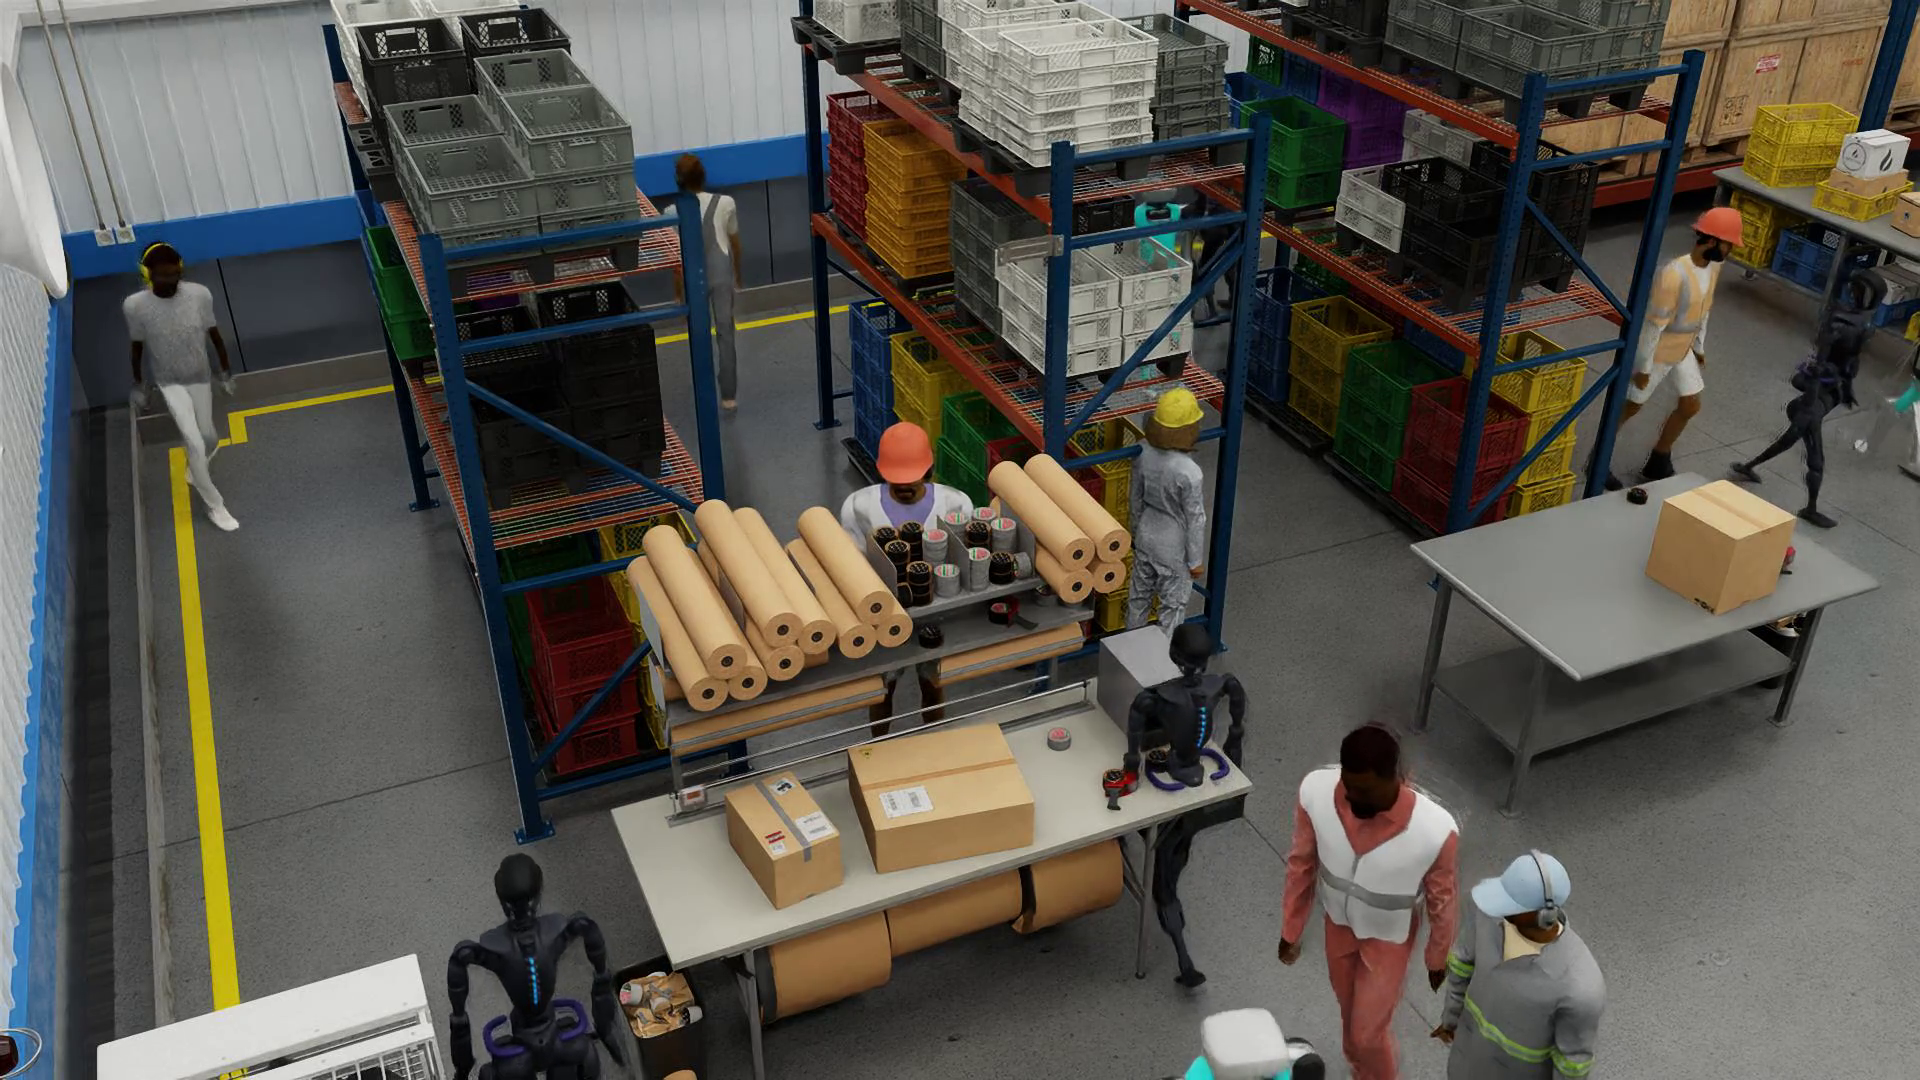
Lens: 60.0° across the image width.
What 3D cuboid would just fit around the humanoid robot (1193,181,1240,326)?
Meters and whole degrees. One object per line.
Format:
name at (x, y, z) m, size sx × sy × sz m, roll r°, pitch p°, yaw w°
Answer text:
humanoid robot at (2.014, -2.450, 12.603) m, size 0.585 × 1.634 × 0.399 m, roll -24°, pitch 39°, yaw -33°

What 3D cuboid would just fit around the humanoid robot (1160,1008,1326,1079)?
humanoid robot at (0.892, 2.240, 4.951) m, size 0.557 × 1.800 × 0.699 m, roll -10°, pitch 33°, yaw -16°

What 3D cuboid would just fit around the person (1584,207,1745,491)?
person at (4.424, -1.170, 10.324) m, size 0.638 × 1.894 × 0.673 m, roll -22°, pitch 38°, yaw -31°

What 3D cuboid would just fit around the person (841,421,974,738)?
person at (-0.231, 0.364, 7.690) m, size 0.609 × 2.042 × 0.393 m, roll -2°, pitch 32°, yaw -3°

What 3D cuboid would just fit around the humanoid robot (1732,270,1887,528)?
humanoid robot at (5.244, -0.923, 10.191) m, size 0.603 × 1.630 × 0.786 m, roll -22°, pitch 38°, yaw -32°

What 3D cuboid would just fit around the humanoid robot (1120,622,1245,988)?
humanoid robot at (0.941, 1.086, 6.922) m, size 0.608 × 1.655 × 0.746 m, roll -12°, pitch 33°, yaw -18°

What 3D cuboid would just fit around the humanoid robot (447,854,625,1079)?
humanoid robot at (-1.506, 1.755, 5.810) m, size 0.610 × 1.629 × 0.747 m, roll -15°, pitch 34°, yaw -22°

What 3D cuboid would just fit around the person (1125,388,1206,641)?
person at (1.062, 0.018, 8.534) m, size 0.294 × 1.744 × 0.485 m, roll -23°, pitch 39°, yaw -33°

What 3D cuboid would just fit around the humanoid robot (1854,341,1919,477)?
humanoid robot at (6.097, -1.170, 10.558) m, size 0.569 × 1.886 × 0.800 m, roll -7°, pitch 32°, yaw -11°

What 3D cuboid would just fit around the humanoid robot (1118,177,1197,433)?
humanoid robot at (1.317, -1.361, 10.889) m, size 0.544 × 1.897 × 0.748 m, roll -5°, pitch 32°, yaw -8°

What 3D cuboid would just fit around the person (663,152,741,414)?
person at (-1.739, -1.786, 11.415) m, size 0.514 × 1.814 × 0.835 m, roll -6°, pitch 32°, yaw -10°

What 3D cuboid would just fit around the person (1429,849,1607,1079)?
person at (1.810, 1.757, 5.612) m, size 0.406 × 1.847 × 0.589 m, roll -14°, pitch 34°, yaw -21°

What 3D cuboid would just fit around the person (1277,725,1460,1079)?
person at (1.459, 1.442, 6.093) m, size 0.618 × 1.886 × 0.584 m, roll 25°, pitch 39°, yaw 34°

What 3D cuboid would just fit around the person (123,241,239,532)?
person at (-4.738, -1.000, 10.120) m, size 0.565 × 1.823 × 0.823 m, roll -22°, pitch 38°, yaw -31°

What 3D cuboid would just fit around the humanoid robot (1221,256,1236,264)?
humanoid robot at (2.333, -3.002, 13.497) m, size 0.780 × 1.818 × 0.540 m, roll 8°, pitch 33°, yaw 13°
